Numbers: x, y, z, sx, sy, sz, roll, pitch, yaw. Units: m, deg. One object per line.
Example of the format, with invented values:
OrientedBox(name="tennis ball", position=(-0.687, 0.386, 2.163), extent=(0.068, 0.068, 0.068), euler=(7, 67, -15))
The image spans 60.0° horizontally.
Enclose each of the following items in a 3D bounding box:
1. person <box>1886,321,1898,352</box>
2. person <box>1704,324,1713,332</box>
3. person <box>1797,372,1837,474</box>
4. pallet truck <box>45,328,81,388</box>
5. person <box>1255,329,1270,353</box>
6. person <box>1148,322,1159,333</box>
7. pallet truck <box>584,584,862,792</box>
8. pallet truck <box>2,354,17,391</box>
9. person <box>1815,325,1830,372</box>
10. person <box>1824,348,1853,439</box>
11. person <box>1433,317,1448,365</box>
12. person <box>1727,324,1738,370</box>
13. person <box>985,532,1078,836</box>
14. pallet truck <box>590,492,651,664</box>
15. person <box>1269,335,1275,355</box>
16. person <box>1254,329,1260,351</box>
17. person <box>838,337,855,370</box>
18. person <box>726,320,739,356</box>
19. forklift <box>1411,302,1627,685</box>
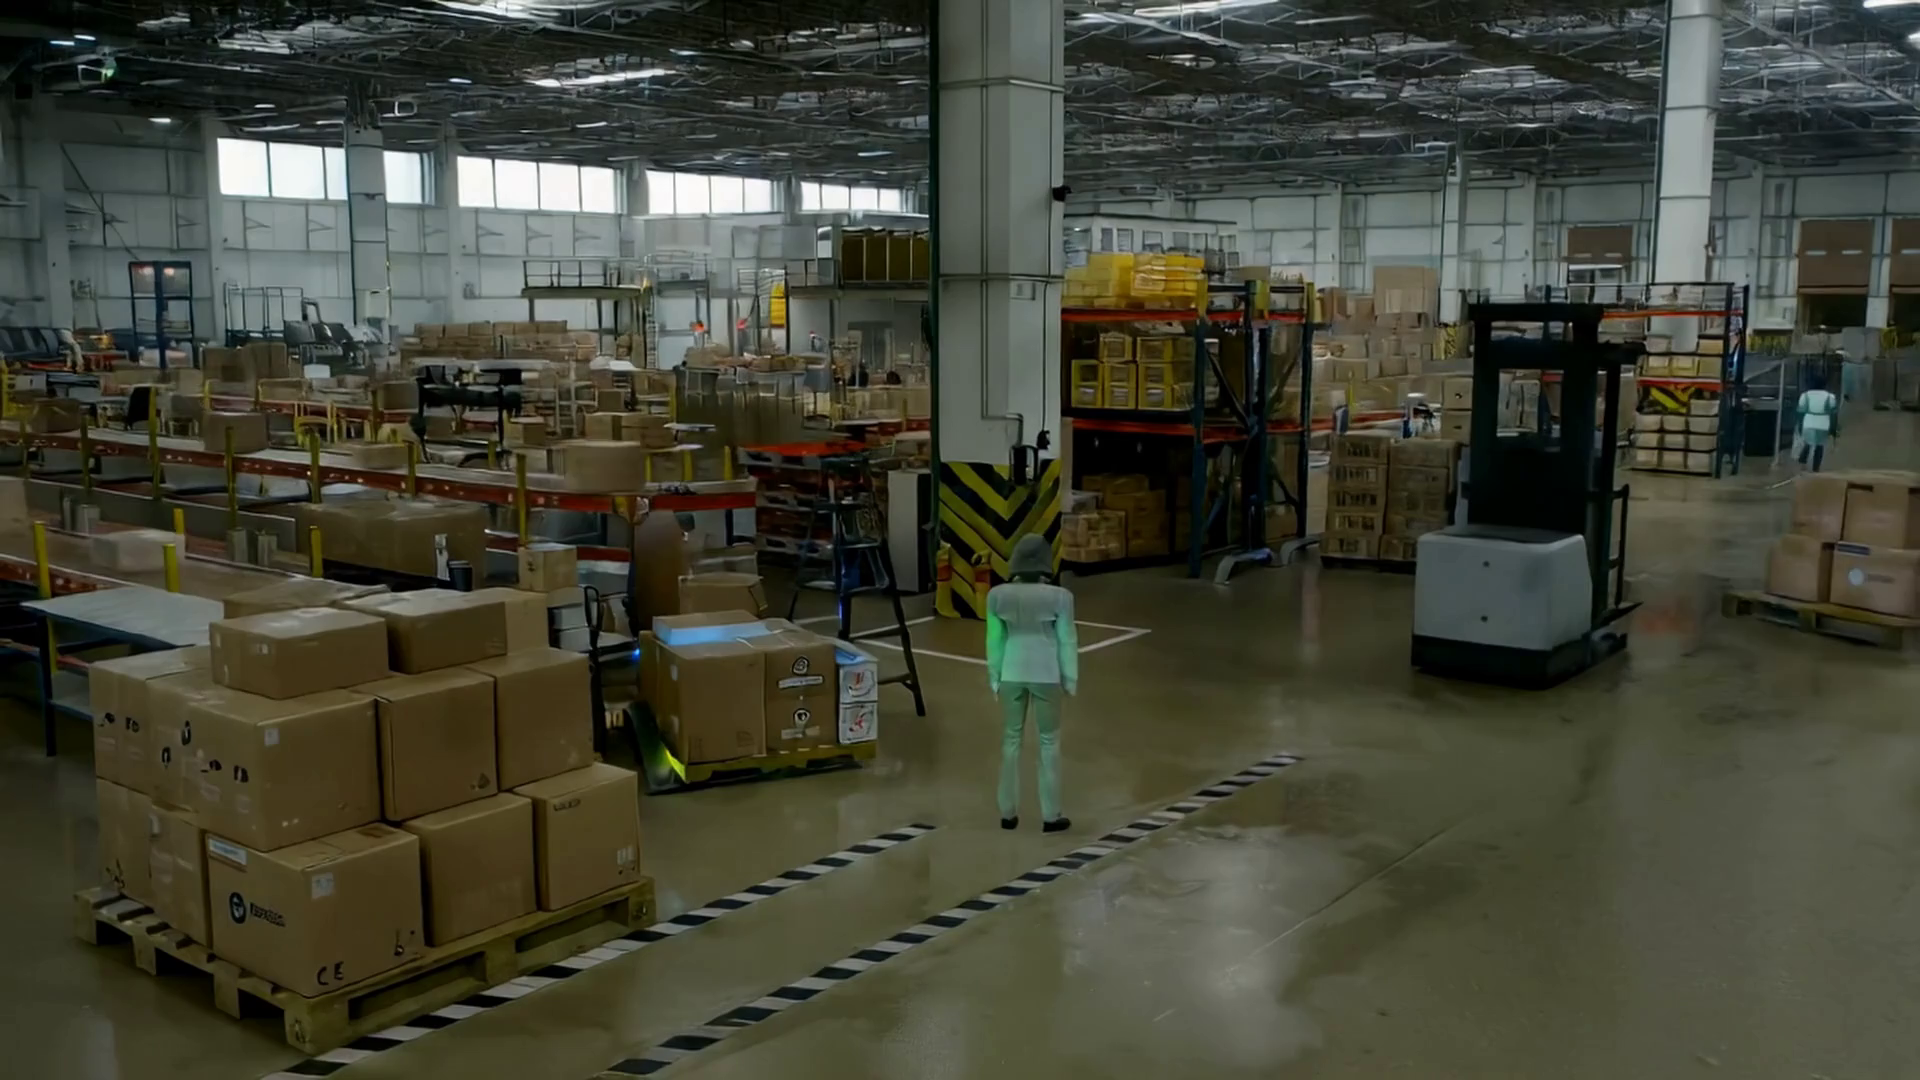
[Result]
OrientedBox(name="person", position=(33.225, -6.855, 59.362), extent=(0.407, 1.918, 0.587), euler=(1, 9, 7))
OrientedBox(name="person", position=(25.890, -6.544, 57.556), extent=(0.519, 1.822, 0.650), euler=(-1, 8, -3))
OrientedBox(name="person", position=(13.294, -1.766, 25.815), extent=(0.539, 1.683, 0.394), euler=(7, 11, 39))
OrientedBox(name="pallet truck", position=(-23.775, -4.544, 43.495), extent=(1.885, 1.965, 0.823), euler=(6, 10, 35))
OrientedBox(name="person", position=(9.881, -6.071, 54.281), extent=(0.573, 1.850, 0.450), euler=(-1, 8, -4))
OrientedBox(name="person", position=(5.831, -5.560, 50.187), extent=(0.378, 2.045, 0.605), euler=(5, 10, 30))
OrientedBox(name="pallet truck", position=(-1.426, 0.805, 10.019), extent=(1.601, 1.201, 0.680), euler=(-4, 9, -26))
OrientedBox(name="pallet truck", position=(-24.881, -4.417, 42.634), extent=(1.885, 1.965, 0.823), euler=(8, 11, 41))
OrientedBox(name="person", position=(28.014, -6.034, 53.954), extent=(0.462, 1.878, 0.640), euler=(1, 9, 7))
OrientedBox(name="person", position=(17.448, -2.917, 33.138), extent=(0.624, 1.813, 0.437), euler=(-2, 9, -13))
OrientedBox(name="person", position=(19.471, -8.066, 67.489), extent=(0.623, 1.932, 0.374), euler=(7, 11, 38))
OrientedBox(name="person", position=(29.011, -7.234, 62.493), extent=(0.492, 1.741, 0.305), euler=(-2, 9, -13))
OrientedBox(name="person", position=(0.386, 0.769, 8.898), extent=(0.507, 1.632, 0.272), euler=(3, 9, 17))
OrientedBox(name="pallet truck", position=(-3.115, 0.344, 12.883), extent=(0.653, 1.274, 1.630), euler=(7, 11, 37))
OrientedBox(name="person", position=(7.983, -4.421, 43.291), extent=(1.014, 1.821, 0.536), euler=(-1, 9, -8))
OrientedBox(name="person", position=(12.254, -8.204, 68.740), extent=(0.661, 1.824, 0.483), euler=(4, 9, 25))
OrientedBox(name="person", position=(-2.946, -4.400, 43.291), extent=(0.525, 1.772, 0.306), euler=(3, 9, 20))
OrientedBox(name="person", position=(-9.233, -8.022, 67.352), extent=(0.426, 1.869, 0.621), euler=(6, 10, 33))
OrientedBox(name="forklift", position=(4.379, -0.438, 12.852), extent=(1.129, 2.768, 1.873), euler=(7, 11, 37))
